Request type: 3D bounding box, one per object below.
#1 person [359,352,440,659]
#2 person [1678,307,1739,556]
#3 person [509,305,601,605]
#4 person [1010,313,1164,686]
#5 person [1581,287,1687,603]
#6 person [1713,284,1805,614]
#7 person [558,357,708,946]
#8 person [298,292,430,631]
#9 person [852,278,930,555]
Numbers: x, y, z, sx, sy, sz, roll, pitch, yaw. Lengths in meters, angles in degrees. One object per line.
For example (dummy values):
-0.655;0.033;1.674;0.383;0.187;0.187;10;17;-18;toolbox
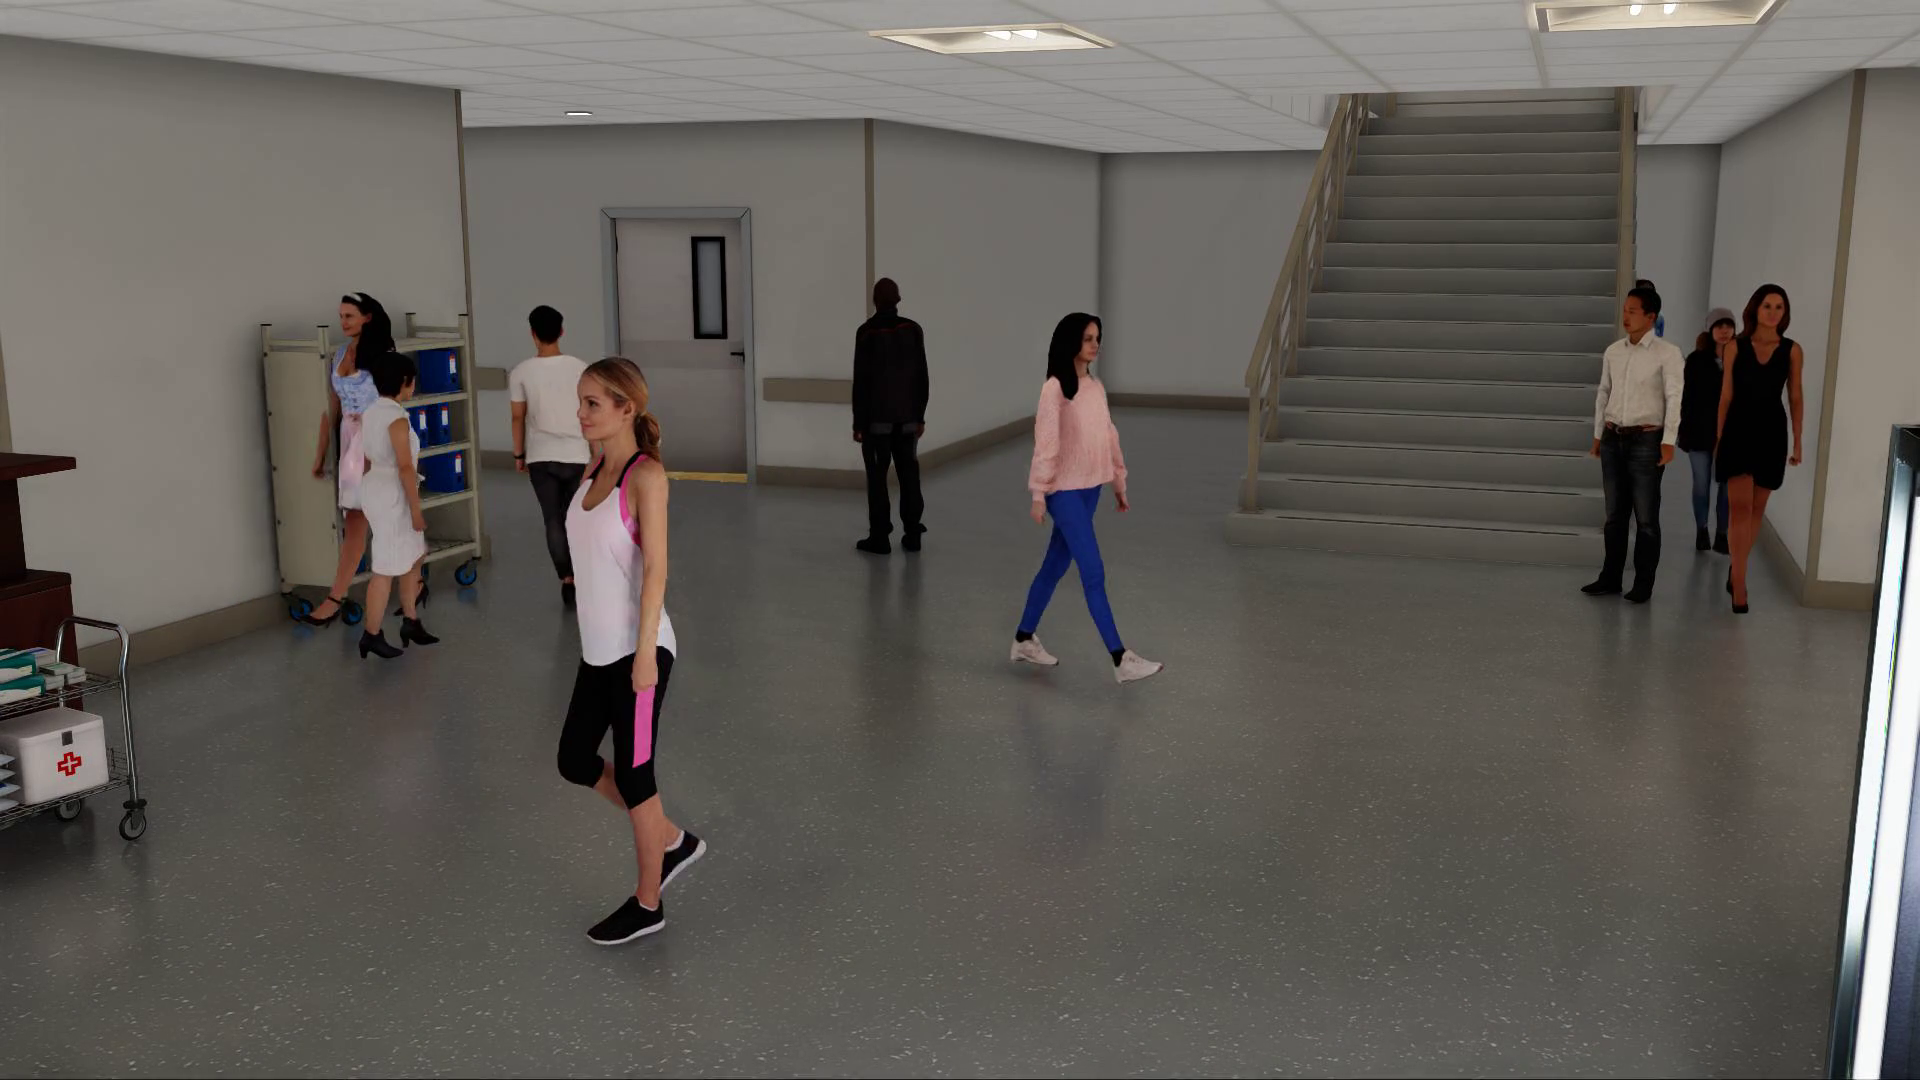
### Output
-2.895;-0.145;8.242;0.786;1.527;0.726;-9;14;-39;person
5.006;-0.727;11.067;0.661;1.617;0.756;3;11;15;person
-2.297;-0.461;9.500;1.043;1.679;1.166;-3;11;-15;person
0.466;-0.176;7.902;0.974;1.714;1.152;9;14;38;person
3.922;-0.555;9.645;0.748;1.810;0.738;-8;13;-35;person
4.498;-0.508;9.416;0.615;1.803;0.955;3;11;17;person
-0.927;0.335;5.035;0.836;1.780;0.786;-8;14;-37;person
-3.118;-0.409;8.978;0.810;1.771;1.196;6;12;30;person
-0.466;-0.831;11.060;0.782;1.823;0.845;-5;12;-25;person
